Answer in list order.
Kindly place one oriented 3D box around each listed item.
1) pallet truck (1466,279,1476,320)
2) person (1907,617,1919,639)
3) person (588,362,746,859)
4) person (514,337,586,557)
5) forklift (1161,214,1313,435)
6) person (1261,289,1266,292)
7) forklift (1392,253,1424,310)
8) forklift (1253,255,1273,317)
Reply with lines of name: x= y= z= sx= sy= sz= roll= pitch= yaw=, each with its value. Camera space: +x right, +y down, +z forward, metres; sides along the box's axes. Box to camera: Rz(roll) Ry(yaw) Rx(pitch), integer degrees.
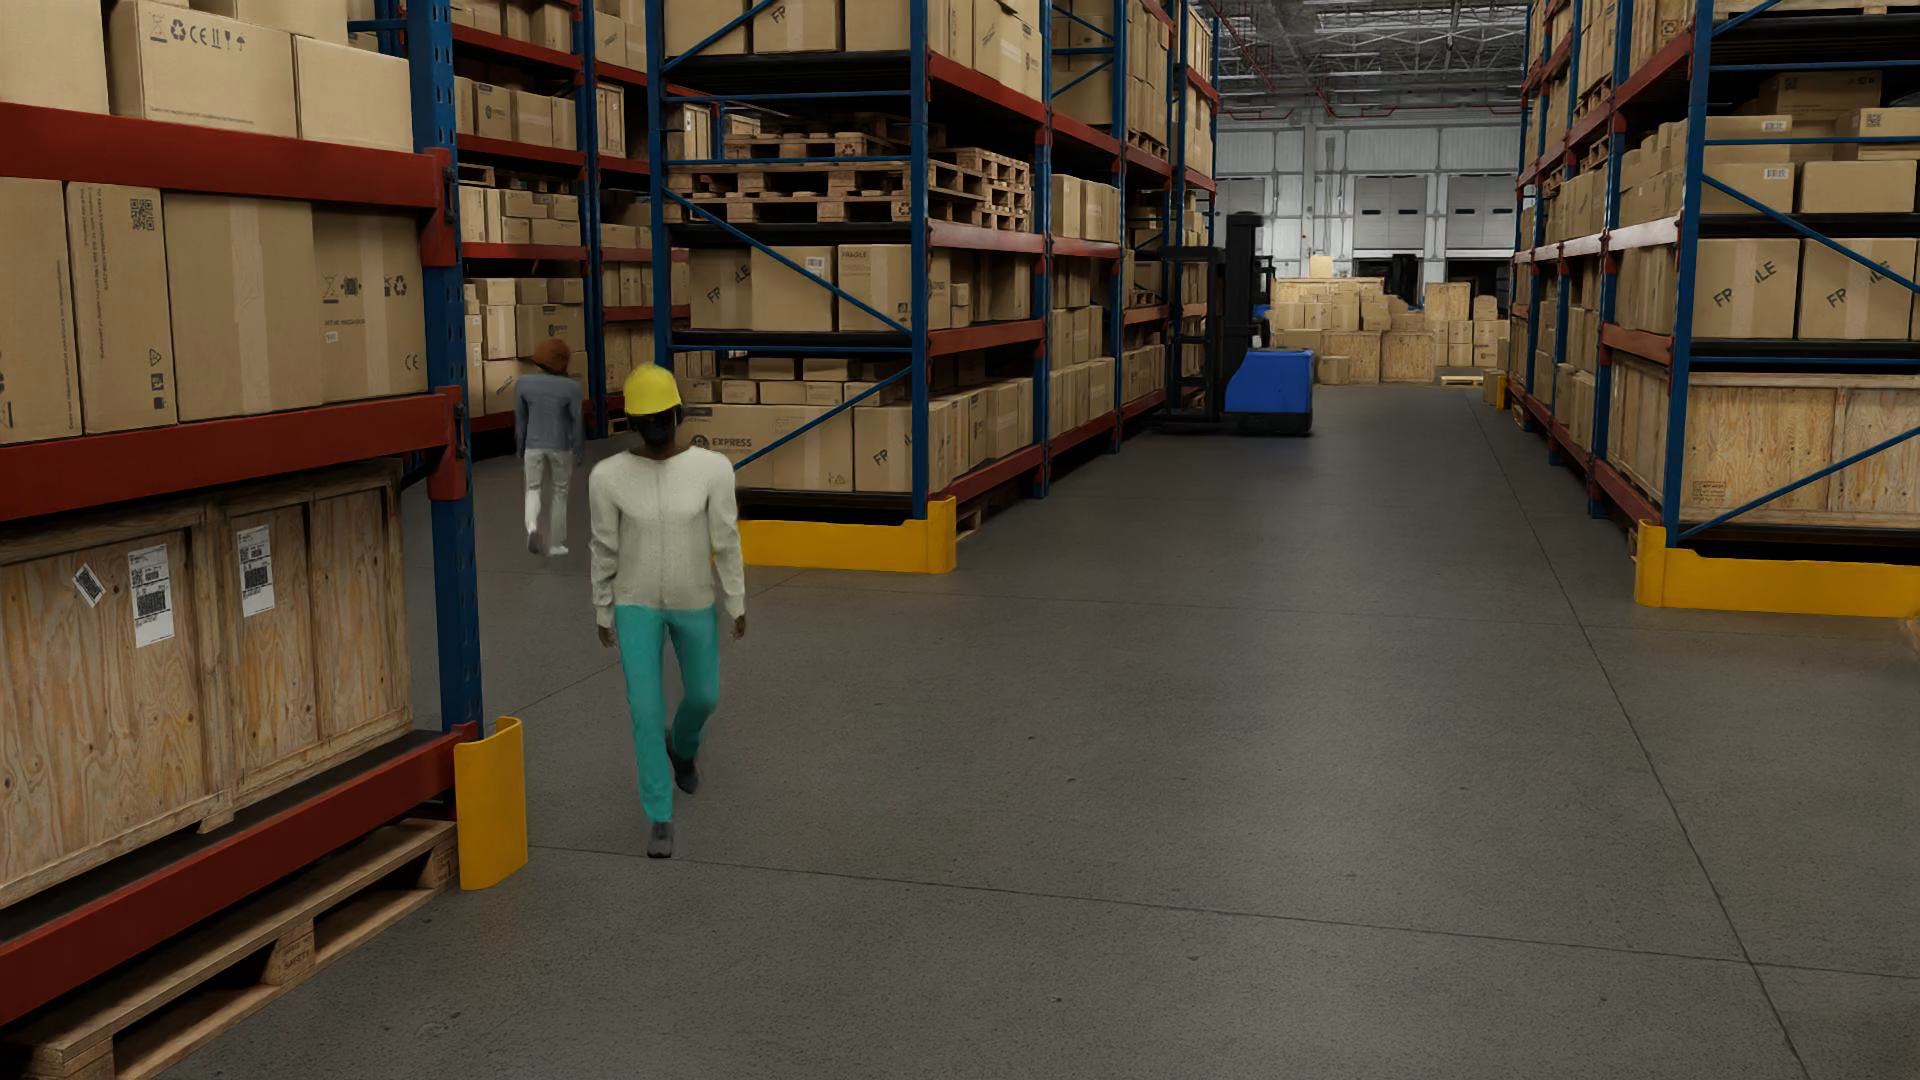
pallet truck: x=18.896 y=-8.459 z=60.307 sx=1.885 sy=1.965 sz=0.823 roll=5 pitch=10 yaw=31
person: x=5.206 y=-0.233 z=8.154 sx=0.902 sy=1.969 sz=0.617 roll=9 pitch=12 yaw=44
person: x=-1.066 y=0.213 z=6.032 sx=0.541 sy=1.737 sz=0.723 roll=-2 pitch=9 yaw=-14
person: x=-2.941 y=-0.649 z=11.922 sx=0.529 sy=1.605 sz=0.544 roll=0 pitch=9 yaw=2
forklift: x=3.647 y=-2.812 z=21.640 sx=1.873 sy=2.768 sz=1.129 roll=2 pitch=9 yaw=15
person: x=11.241 y=-8.485 z=61.659 sx=0.360 sy=1.629 sz=0.520 roll=6 pitch=11 yaw=35
forklift: x=14.534 y=-7.989 z=54.531 sx=1.129 sy=2.768 sz=1.873 roll=-9 pitch=12 yaw=-43
forklift: x=10.551 y=-8.662 z=58.805 sx=1.129 sy=2.768 sz=1.873 roll=2 pitch=9 yaw=15
